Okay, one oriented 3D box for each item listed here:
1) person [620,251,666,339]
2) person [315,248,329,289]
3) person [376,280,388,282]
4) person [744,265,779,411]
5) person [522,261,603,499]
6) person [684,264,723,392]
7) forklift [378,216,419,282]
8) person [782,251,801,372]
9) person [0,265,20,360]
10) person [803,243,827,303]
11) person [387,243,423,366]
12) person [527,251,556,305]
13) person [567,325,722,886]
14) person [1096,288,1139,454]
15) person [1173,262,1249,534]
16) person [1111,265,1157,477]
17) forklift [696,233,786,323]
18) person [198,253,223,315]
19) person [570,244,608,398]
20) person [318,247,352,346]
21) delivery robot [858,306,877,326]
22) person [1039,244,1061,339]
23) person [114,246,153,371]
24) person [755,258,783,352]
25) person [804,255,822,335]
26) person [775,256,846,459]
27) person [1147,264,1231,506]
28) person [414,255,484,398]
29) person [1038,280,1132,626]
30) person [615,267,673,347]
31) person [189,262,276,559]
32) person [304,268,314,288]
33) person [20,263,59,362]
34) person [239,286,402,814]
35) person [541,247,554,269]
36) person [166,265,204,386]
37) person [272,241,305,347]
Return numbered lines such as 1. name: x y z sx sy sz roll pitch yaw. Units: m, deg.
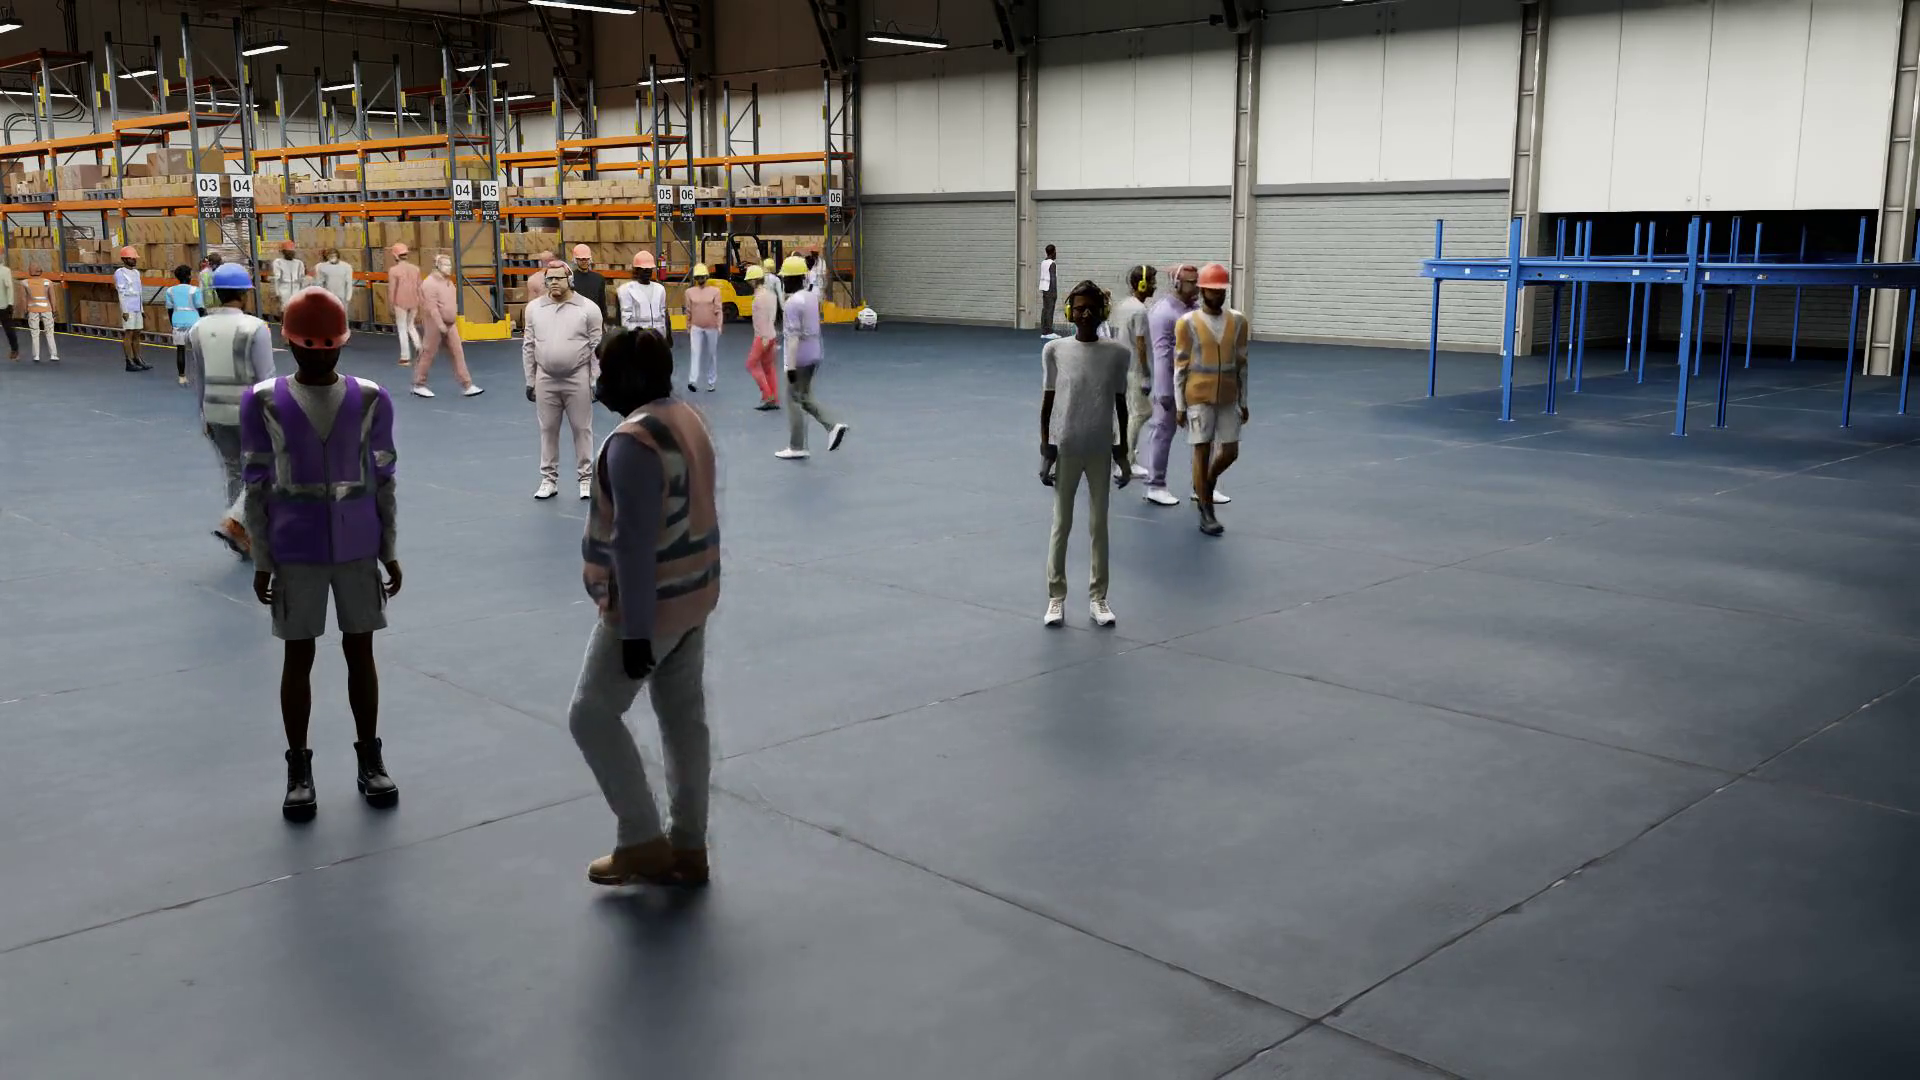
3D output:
1. person: -3.464 -2.215 18.384 0.552 1.937 0.356 -9 14 -40
2. person: -12.152 -4.698 32.099 0.409 1.868 0.598 5 11 23
3. person: -13.782 -6.140 40.088 0.591 1.829 0.404 -9 14 -41
4. person: -2.391 -2.434 20.095 0.427 1.748 0.542 0 10 0
5. person: -3.200 -1.284 13.396 0.647 1.908 0.409 0 10 -1
6. person: -3.455 -2.841 22.392 0.528 1.727 0.882 0 10 -1
7. forklift: -17.868 -9.201 54.028 1.873 2.768 1.129 -10 14 -44
8. person: -2.604 -3.576 26.015 0.327 1.865 0.520 2 11 12
9. person: -16.154 -3.968 27.906 0.605 1.963 0.943 -3 11 -14
10. person: -3.315 -5.848 38.225 0.568 1.925 0.426 -5 12 -26
11. person: -9.041 -3.832 27.071 0.440 1.983 0.639 7 13 34
12. person: -5.633 -3.031 22.959 0.650 1.894 0.486 -7 12 -32
13. person: -1.045 0.225 5.381 0.537 1.826 0.660 2 11 10
14. person: 1.360 -1.563 15.715 0.738 1.610 0.511 6 12 32
15. person: 1.790 -1.023 11.926 0.570 1.926 0.549 -2 11 -11
16. person: 1.577 -1.477 14.591 0.401 1.849 0.563 -1 10 -7
17. forklift: -5.496 -6.489 41.108 2.313 2.155 1.214 -10 14 -44
18. person: -12.430 -3.876 27.801 0.622 1.800 0.916 0 10 -2
19. person: -4.817 -2.786 21.344 0.622 1.994 0.381 -6 12 -31
20. person: -11.899 -4.643 31.752 0.641 1.901 0.864 -3 11 -14
21. delivery robot: -2.077 -5.011 37.267 0.477 0.478 0.707 -2 11 -11
22. person: 1.849 -5.140 34.386 0.390 1.921 0.591 -4 11 -19
23. person: -12.999 -3.638 26.149 0.360 1.938 0.545 1 10 4
24. person: -3.399 -4.187 29.809 0.505 1.692 0.912 5 11 24
25. person: -3.191 -5.188 35.306 0.525 1.681 0.545 -3 11 -18
26. person: -1.452 -1.722 15.754 0.573 1.914 0.597 4 11 19
27. person: 1.794 -1.190 12.929 0.796 1.878 0.680 10 14 42
28. person: -6.776 -2.788 21.747 0.984 1.861 0.649 4 11 20
29. person: 0.679 -0.469 9.053 0.517 1.872 0.324 -1 10 -3
30. person: -3.809 -2.470 20.162 0.638 1.791 0.942 4 11 19
31. person: -4.686 -0.820 10.779 0.630 1.935 0.509 4 11 19
32. person: -13.018 -4.702 32.920 0.505 1.576 0.894 -5 12 -26
33. person: -15.493 -3.829 28.008 0.511 1.638 0.307 -5 11 -24
34. person: -2.329 0.038 6.126 0.542 1.929 0.368 -6 12 -28
35. person: -7.834 -4.685 32.017 1.036 1.893 0.646 4 11 22
36. person: -10.910 -3.030 23.487 0.530 1.696 0.321 0 10 2
37. person: -12.670 -4.661 31.553 0.618 1.994 1.009 -7 13 -35
